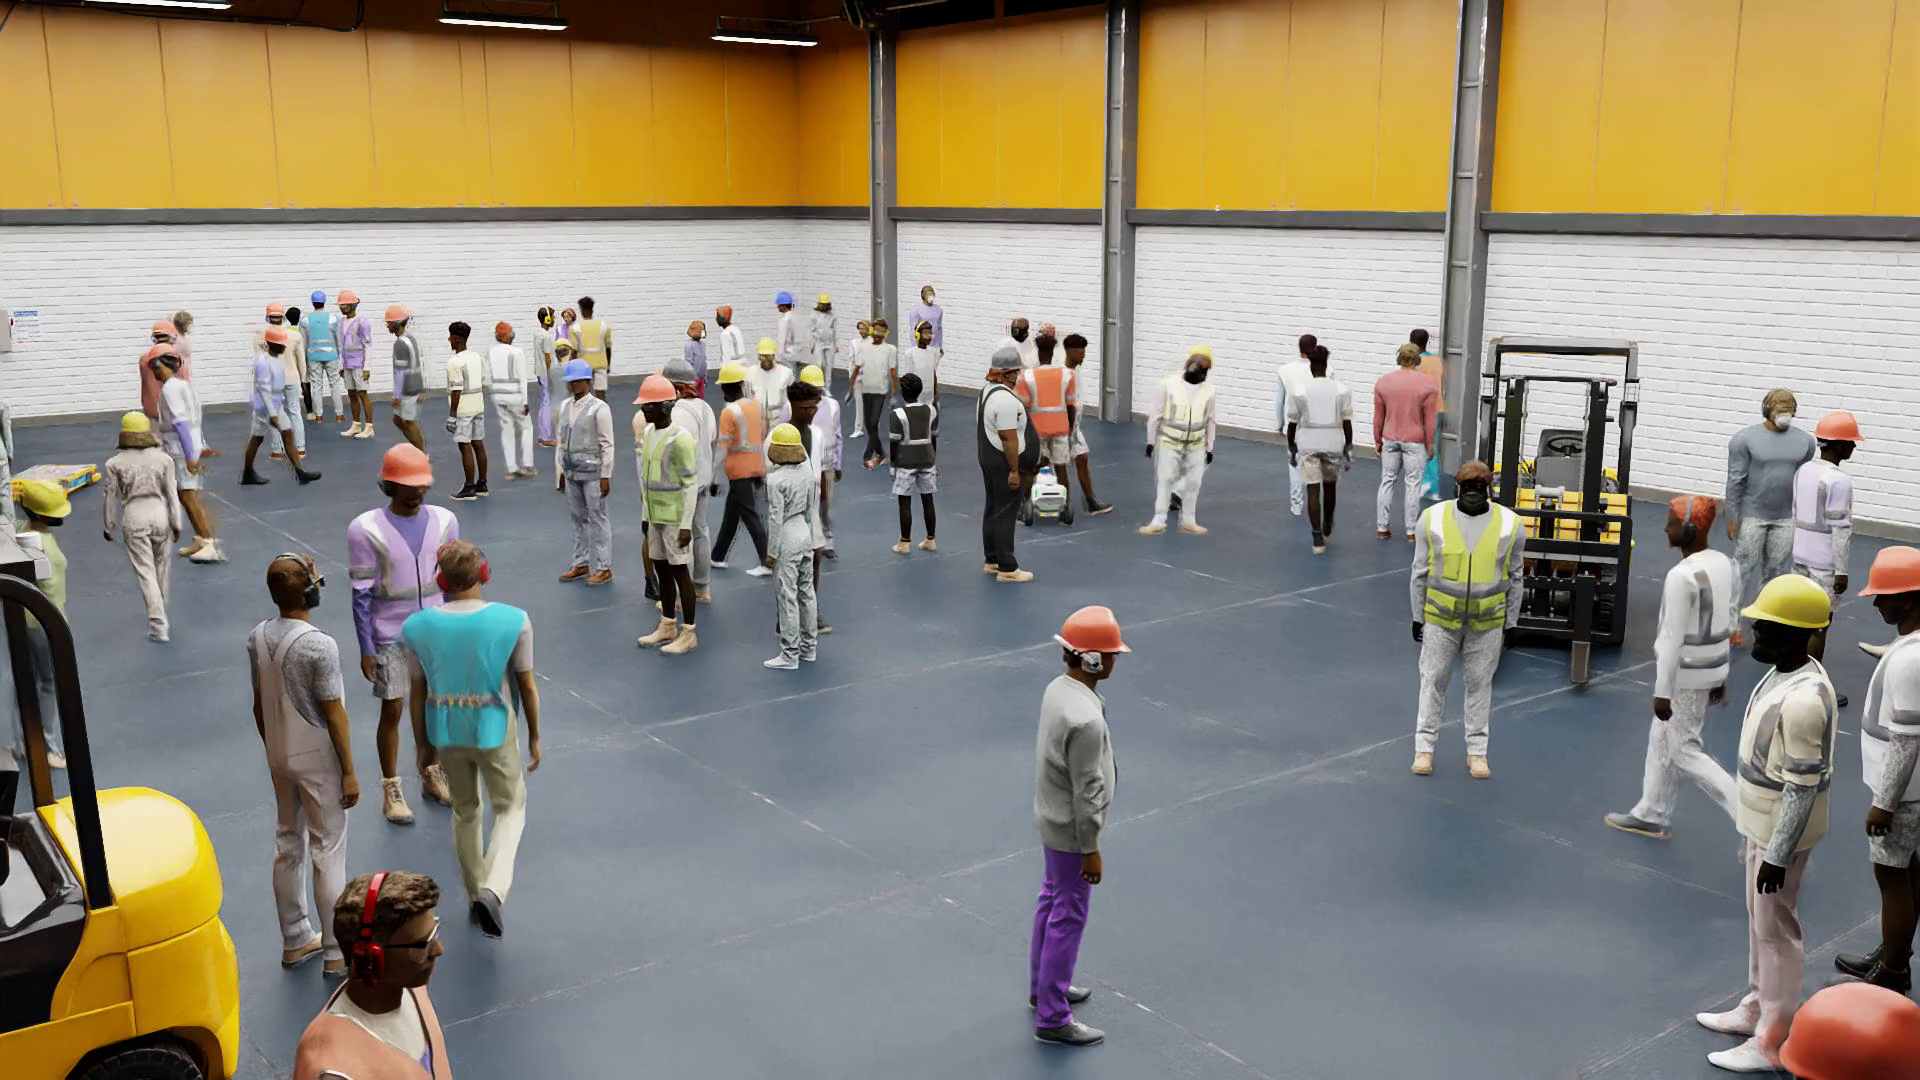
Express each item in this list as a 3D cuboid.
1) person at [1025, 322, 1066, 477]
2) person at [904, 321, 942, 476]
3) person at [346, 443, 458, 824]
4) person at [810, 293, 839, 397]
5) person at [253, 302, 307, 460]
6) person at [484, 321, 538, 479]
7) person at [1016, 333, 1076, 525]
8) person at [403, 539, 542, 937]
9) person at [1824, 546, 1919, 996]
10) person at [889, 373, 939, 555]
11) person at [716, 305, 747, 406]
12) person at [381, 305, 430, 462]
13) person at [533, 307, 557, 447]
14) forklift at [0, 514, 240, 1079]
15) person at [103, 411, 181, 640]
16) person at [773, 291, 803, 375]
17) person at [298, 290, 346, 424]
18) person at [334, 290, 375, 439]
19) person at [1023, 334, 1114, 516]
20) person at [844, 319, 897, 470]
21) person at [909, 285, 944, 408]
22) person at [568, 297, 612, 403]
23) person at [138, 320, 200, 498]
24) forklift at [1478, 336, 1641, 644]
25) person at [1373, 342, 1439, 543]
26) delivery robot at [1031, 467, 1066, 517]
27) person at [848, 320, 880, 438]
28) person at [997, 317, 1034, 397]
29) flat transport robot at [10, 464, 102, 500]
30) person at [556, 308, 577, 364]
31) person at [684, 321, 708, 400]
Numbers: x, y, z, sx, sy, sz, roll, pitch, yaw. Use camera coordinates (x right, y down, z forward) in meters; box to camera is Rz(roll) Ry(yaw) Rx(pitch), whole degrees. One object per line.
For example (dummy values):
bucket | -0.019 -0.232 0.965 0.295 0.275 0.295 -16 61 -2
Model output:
person | 0.970 -1.514 18.875 0.650 1.907 0.409 -8 14 -33
person | -0.444 -1.657 19.684 0.513 1.862 0.327 -11 16 -43
person | -2.924 0.487 8.891 0.611 2.041 0.403 -11 16 -42
person | -2.239 -3.230 27.602 0.485 1.731 0.346 -4 13 -21
person | -8.594 -2.009 21.046 0.623 1.992 0.391 -8 14 -32
person | -5.287 -1.650 19.661 0.620 1.856 0.523 4 12 20
person | 0.874 -1.119 16.835 0.621 1.963 0.372 -2 12 -10
person | -2.176 0.901 7.447 0.574 1.818 0.636 -1 12 -3
person | 3.815 0.974 6.811 0.383 1.927 0.543 10 15 39
person | -0.431 -0.702 15.480 0.535 1.694 0.320 -7 14 -30
person | -3.021 -2.232 22.468 0.535 1.859 0.579 2 12 8
person | -6.645 -1.794 19.929 0.470 2.023 0.618 -2 12 -10
person | -5.510 -2.174 22.189 0.321 1.860 0.517 -6 13 -26
forklift | -3.687 1.115 5.480 2.313 2.155 1.214 -9 15 -36
person | -6.229 -0.126 12.653 0.508 1.699 0.875 -10 15 -40
person | -2.544 -2.692 24.505 0.455 1.926 0.637 4 12 18
person | -9.345 -2.678 24.390 0.605 1.949 0.401 -3 12 -15
person | -8.328 -2.400 22.821 0.616 2.041 0.379 8 14 34
person | 1.105 -1.201 17.392 1.047 1.910 0.612 9 14 36
person | -1.079 -1.795 20.449 0.612 1.837 0.624 3 12 16
person | -0.507 -3.023 26.083 0.634 1.939 0.367 -10 15 -40
person | -5.169 -2.433 23.289 0.604 1.915 0.969 -4 12 -17
person | -8.662 -1.411 18.212 0.645 1.980 0.447 3 12 12
forklift | 4.683 -0.471 13.136 1.214 2.155 2.313 4 12 20
person | 4.284 -0.938 16.052 0.624 1.932 0.373 8 14 33
delivery robot | 0.867 -0.504 17.048 0.477 0.478 0.707 -2 12 -7
person | -1.289 -2.207 22.867 0.525 1.639 0.307 5 13 22
person | 0.686 -1.889 20.910 0.506 1.829 0.624 11 16 42
flat transport robot | -10.261 -0.666 18.746 0.652 0.197 1.431 -2 12 -10
person | -5.939 -2.738 25.471 0.512 1.630 0.323 4 12 17
person | -3.626 -2.207 22.911 0.287 1.626 0.497 4 12 17
